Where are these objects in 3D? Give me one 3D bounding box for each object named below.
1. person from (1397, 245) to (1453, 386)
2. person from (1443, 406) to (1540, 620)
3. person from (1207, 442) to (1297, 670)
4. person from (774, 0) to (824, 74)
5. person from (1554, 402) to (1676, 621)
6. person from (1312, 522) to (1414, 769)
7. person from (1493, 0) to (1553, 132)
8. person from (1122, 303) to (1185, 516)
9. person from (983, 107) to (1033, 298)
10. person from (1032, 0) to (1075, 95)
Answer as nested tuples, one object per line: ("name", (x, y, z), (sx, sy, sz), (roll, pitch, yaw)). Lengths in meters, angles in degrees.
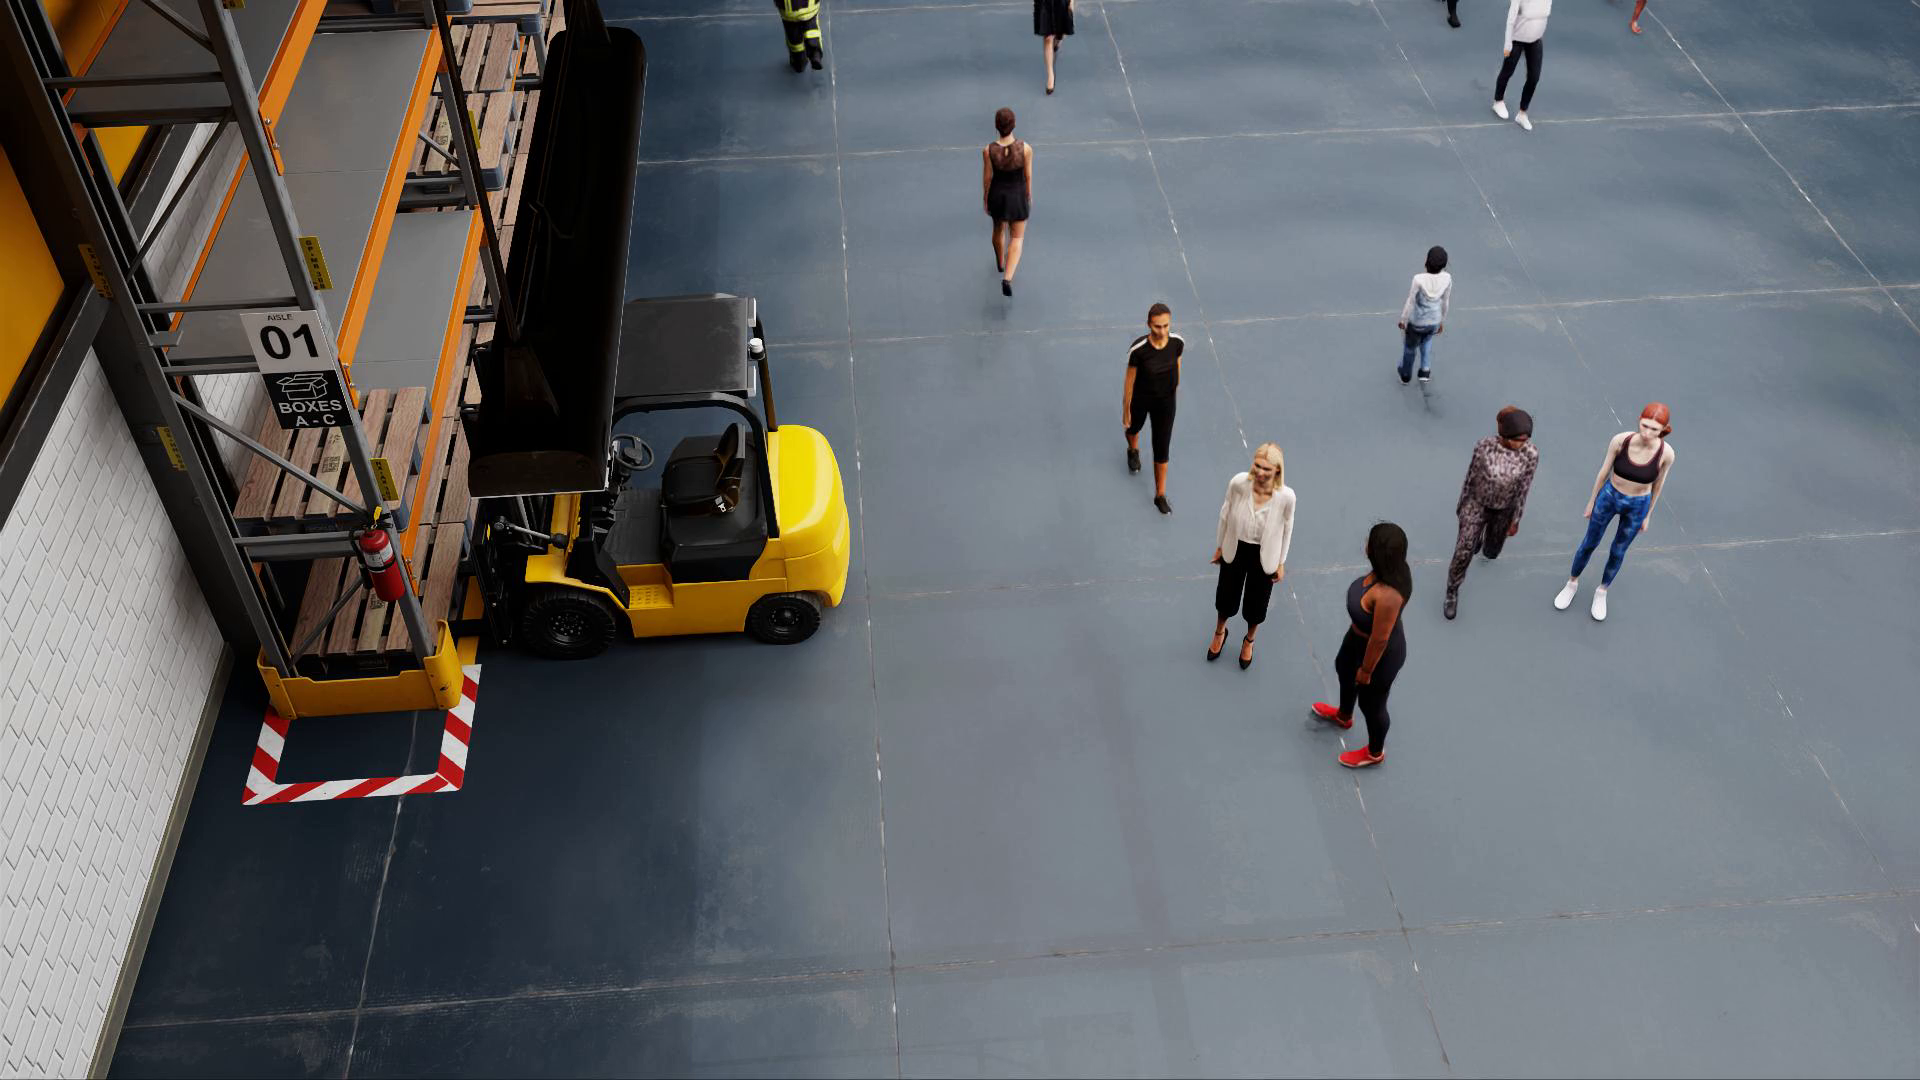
("person", (3.640, -1.710, 13.011), (0.494, 1.253, 0.552), (-5, 44, -6))
("person", (3.571, -0.245, 11.148), (0.797, 1.702, 1.035), (16, 46, 16))
("person", (1.856, 0.114, 10.658), (0.693, 1.858, 0.680), (16, 46, 16))
("person", (-1.606, -5.483, 16.567), (0.868, 1.811, 0.976), (-14, 45, -14))
("person", (4.381, -0.196, 11.036), (0.664, 1.785, 0.701), (17, 46, 17))
("person", (2.552, 0.648, 10.148), (0.843, 1.788, 0.694), (-2, 44, -2))
("person", (5.382, -4.841, 15.986), (0.669, 1.682, 0.808), (-7, 44, -8))
("person", (1.349, -1.062, 12.064), (0.666, 1.622, 1.110), (-7, 44, -8))
("person", (0.397, -2.799, 13.863), (0.722, 1.655, 1.030), (6, 44, 6))
("person", (0.931, -5.348, 16.487), (0.708, 1.727, 1.000), (5, 44, 5))
